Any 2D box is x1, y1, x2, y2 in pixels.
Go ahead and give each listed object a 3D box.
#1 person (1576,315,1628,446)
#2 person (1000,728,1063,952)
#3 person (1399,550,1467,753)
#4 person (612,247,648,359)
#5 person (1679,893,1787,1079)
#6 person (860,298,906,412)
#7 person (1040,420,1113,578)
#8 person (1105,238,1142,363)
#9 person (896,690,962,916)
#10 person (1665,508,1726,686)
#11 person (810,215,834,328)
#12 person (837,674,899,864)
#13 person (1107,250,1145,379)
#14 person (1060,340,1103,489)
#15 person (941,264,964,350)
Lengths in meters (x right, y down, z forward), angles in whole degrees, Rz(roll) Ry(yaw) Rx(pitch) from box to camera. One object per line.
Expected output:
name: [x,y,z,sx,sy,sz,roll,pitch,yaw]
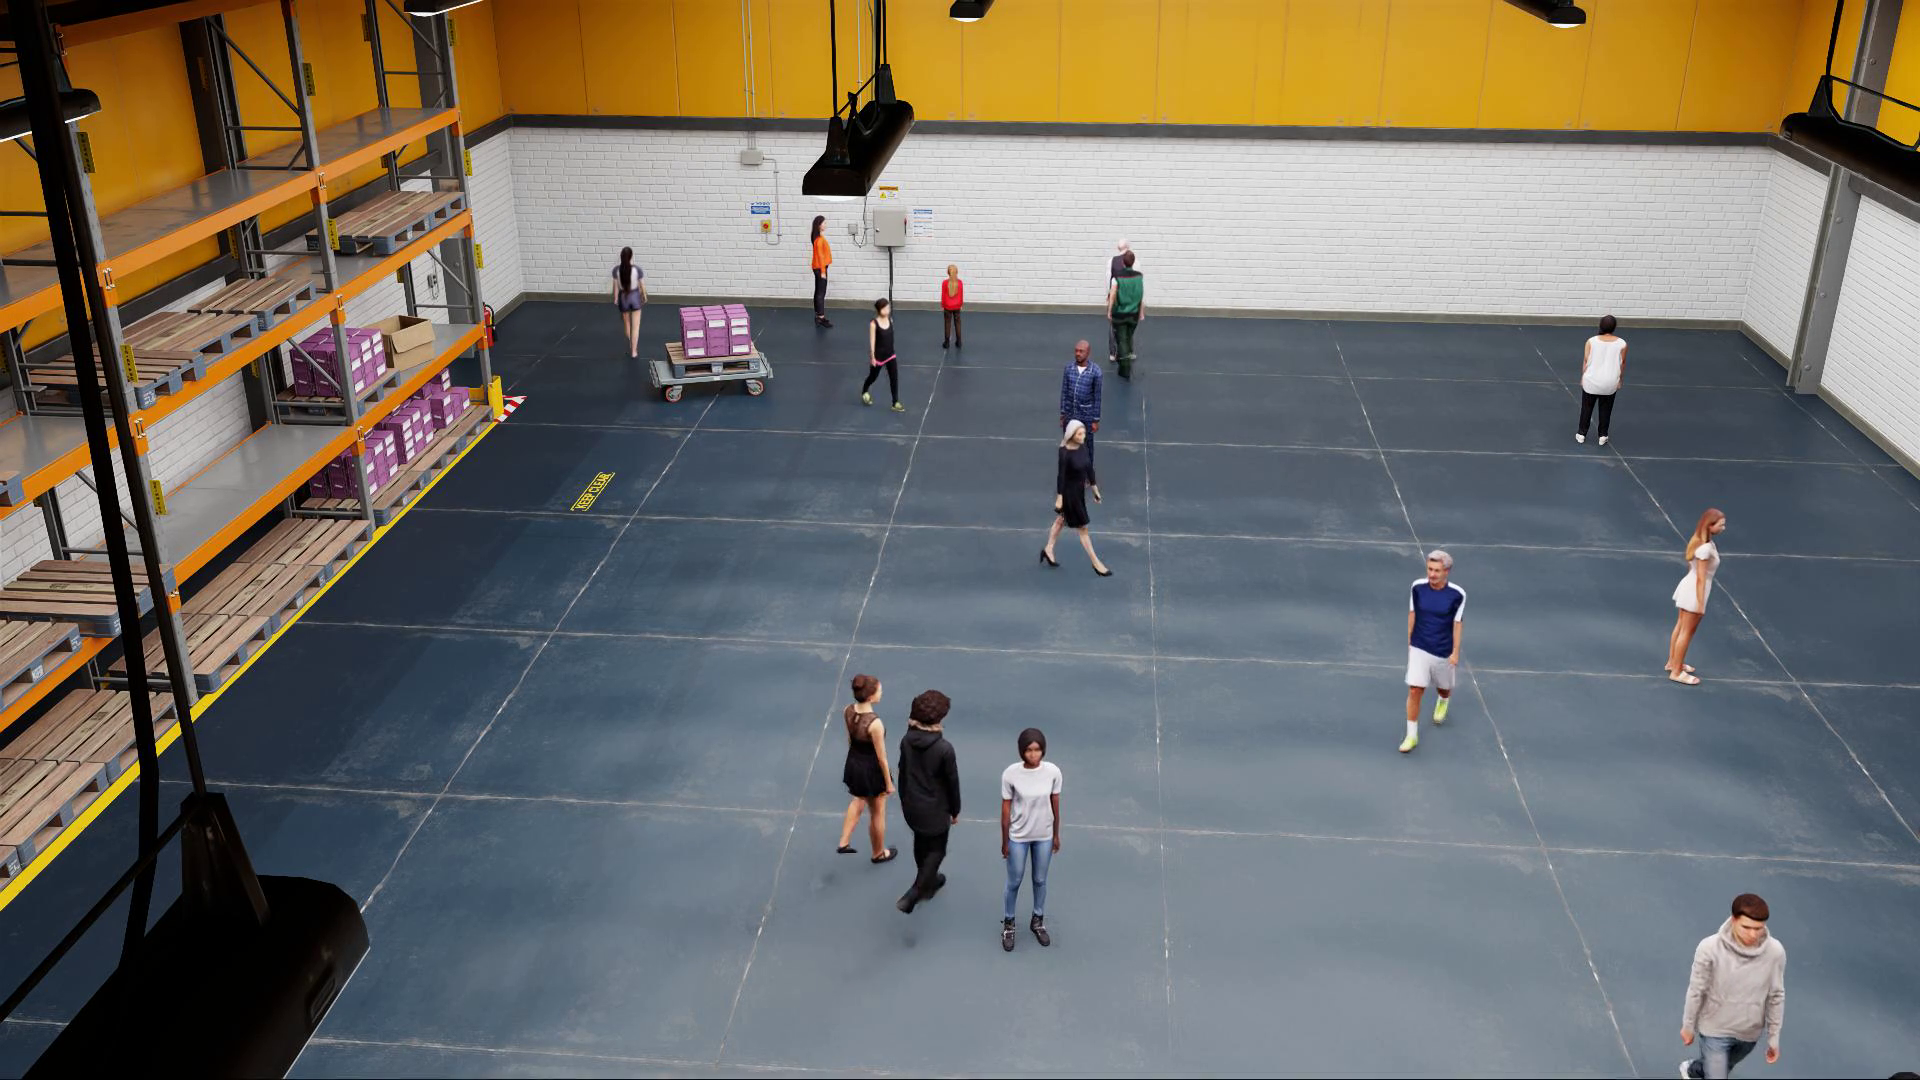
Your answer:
person: [8.197,-2.064,21.289,0.715,1.688,0.684,8,25,17]
person: [0.489,2.095,11.735,0.639,1.719,0.613,-4,24,-10]
person: [4.106,0.908,14.333,0.937,1.813,1.204,12,26,26]
person: [-4.894,-3.489,24.637,0.698,1.617,1.010,-1,24,-3]
person: [4.558,2.842,9.900,0.721,1.820,1.224,0,24,0]
person: [-1.101,-2.522,22.547,0.999,1.520,1.052,-18,30,-36]
person: [1.120,-0.456,17.589,1.020,1.704,1.134,16,28,31]
person: [2.390,-3.532,24.479,0.744,1.822,0.670,8,25,17]
person: [-0.271,1.952,12.020,0.891,1.753,1.089,10,25,21]
person: [6.803,0.495,15.424,0.676,1.696,0.562,7,25,16]
person: [-2.206,-4.245,26.202,0.741,1.749,0.591,-5,24,-11]
person: [-0.753,1.757,12.566,0.871,1.672,0.809,-20,30,-37]
person: [2.369,-3.203,23.744,0.888,1.809,1.135,-6,24,-13]
person: [1.436,-1.526,19.894,0.733,1.818,0.714,9,25,20]
person: [-0.118,-3.539,25.170,0.546,1.282,0.571,-6,24,-15]
